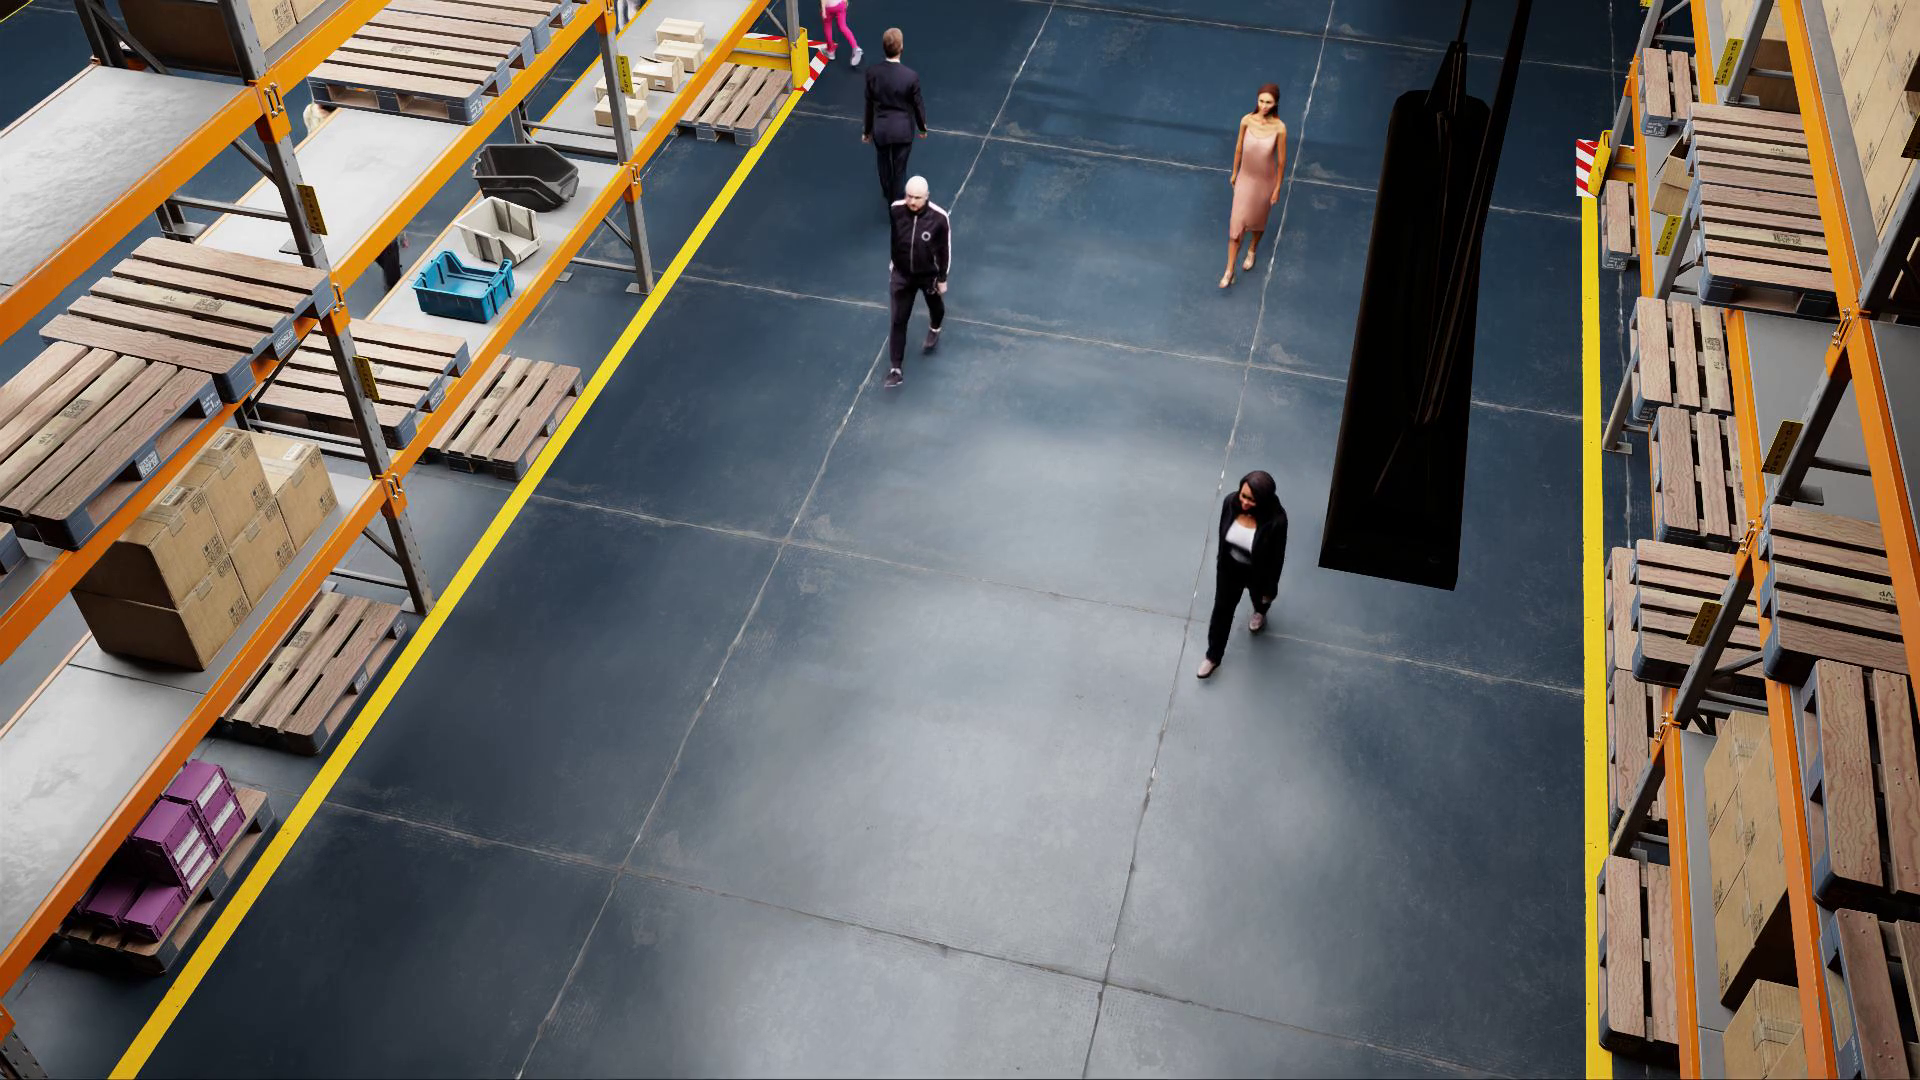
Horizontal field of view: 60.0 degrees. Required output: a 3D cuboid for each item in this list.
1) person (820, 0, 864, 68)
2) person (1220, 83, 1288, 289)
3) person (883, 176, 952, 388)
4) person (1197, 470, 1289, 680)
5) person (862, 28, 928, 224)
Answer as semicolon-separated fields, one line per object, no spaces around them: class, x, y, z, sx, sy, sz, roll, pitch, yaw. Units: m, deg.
person;-1.261;-5.487;17.107;0.849;1.248;0.846;-31;51;-28
person;2.560;-3.087;14.180;0.681;1.811;0.941;16;46;16
person;-0.284;-2.156;13.233;0.682;1.769;1.211;11;45;12
person;1.948;0.129;10.971;0.819;1.580;1.160;21;48;21
person;-0.620;-3.621;14.750;0.758;1.797;0.822;7;44;7
